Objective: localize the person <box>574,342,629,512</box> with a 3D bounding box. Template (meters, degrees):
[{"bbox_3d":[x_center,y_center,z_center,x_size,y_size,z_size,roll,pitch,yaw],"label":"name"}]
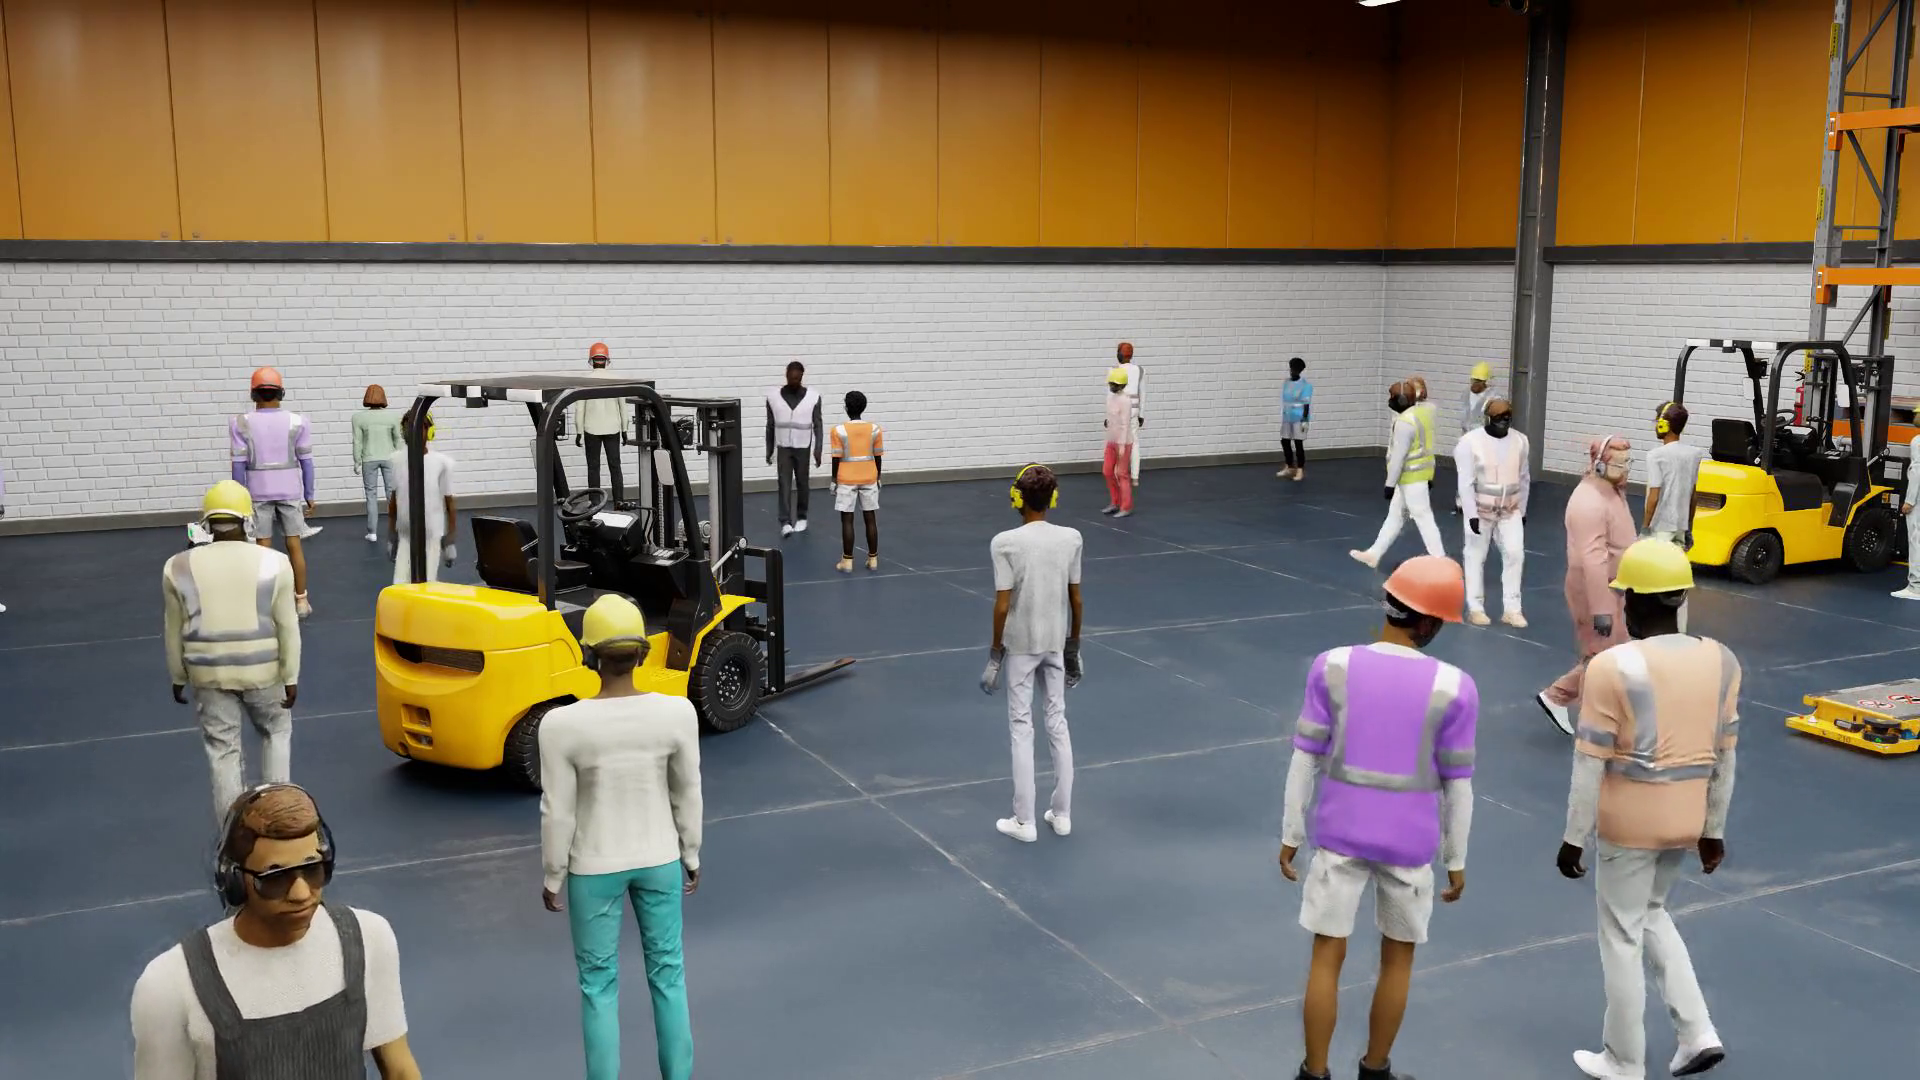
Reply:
[{"bbox_3d":[-4.100,-1.256,19.019,0.625,1.992,0.386,-4,10,-25],"label":"person"}]

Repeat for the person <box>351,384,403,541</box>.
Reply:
[{"bbox_3d":[-6.060,-0.804,17.334,0.509,1.632,0.269,-4,10,-25],"label":"person"}]

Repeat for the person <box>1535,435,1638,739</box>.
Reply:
[{"bbox_3d":[3.653,0.323,9.586,0.489,1.885,0.656,6,11,32],"label":"person"}]

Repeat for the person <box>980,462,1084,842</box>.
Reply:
[{"bbox_3d":[0.357,0.557,8.195,0.565,1.864,0.339,-4,10,-25],"label":"person"}]

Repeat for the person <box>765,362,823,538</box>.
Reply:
[{"bbox_3d":[-1.766,-0.959,17.609,0.632,1.862,1.028,0,9,-2],"label":"person"}]

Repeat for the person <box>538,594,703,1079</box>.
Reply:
[{"bbox_3d":[-1.101,1.051,5.420,0.535,1.766,0.320,-4,10,-25],"label":"person"}]

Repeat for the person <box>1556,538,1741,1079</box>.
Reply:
[{"bbox_3d":[2.325,0.946,5.633,0.594,1.913,0.436,-4,10,-23],"label":"person"}]

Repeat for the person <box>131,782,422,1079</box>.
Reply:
[{"bbox_3d":[-1.250,1.375,3.253,0.879,1.810,0.545,8,12,42],"label":"person"}]

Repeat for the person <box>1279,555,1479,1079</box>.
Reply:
[{"bbox_3d":[1.318,0.990,5.454,0.678,1.894,0.481,3,10,19],"label":"person"}]

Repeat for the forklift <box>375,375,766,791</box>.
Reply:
[{"bbox_3d":[-2.268,0.149,9.685,1.214,2.155,2.313,6,11,32],"label":"forklift"}]

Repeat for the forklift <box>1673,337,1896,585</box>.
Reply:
[{"bbox_3d":[7.551,-0.789,15.507,2.313,2.155,1.214,-4,10,-25],"label":"forklift"}]

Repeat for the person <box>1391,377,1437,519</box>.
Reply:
[{"bbox_3d":[5.212,-1.079,19.102,0.499,1.606,0.701,4,10,23],"label":"person"}]

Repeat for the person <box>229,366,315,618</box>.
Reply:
[{"bbox_3d":[-5.525,-0.373,13.393,0.616,2.040,0.383,-4,10,-25],"label":"person"}]

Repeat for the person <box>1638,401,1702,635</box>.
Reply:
[{"bbox_3d":[5.089,-0.063,12.016,0.538,1.866,0.313,-4,10,-25],"label":"person"}]

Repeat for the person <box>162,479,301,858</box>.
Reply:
[{"bbox_3d":[-3.465,0.616,7.958,0.603,1.815,0.497,-3,10,-19],"label":"person"}]

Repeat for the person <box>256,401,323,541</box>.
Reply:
[{"bbox_3d":[-7.058,-0.744,17.065,0.853,1.589,0.523,-6,11,-31],"label":"person"}]

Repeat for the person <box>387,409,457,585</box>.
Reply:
[{"bbox_3d":[-3.775,-0.007,11.704,0.524,1.852,0.476,2,9,10],"label":"person"}]

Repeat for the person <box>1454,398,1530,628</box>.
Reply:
[{"bbox_3d":[4.195,-0.200,13.020,0.640,1.815,0.676,-1,9,-6],"label":"person"}]

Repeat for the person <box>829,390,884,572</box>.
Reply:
[{"bbox_3d":[-0.970,-0.546,15.534,0.542,1.696,0.316,-4,10,-25],"label":"person"}]

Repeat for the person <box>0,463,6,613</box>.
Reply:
[{"bbox_3d":[-8.090,-0.313,13.446,0.655,1.905,0.407,-4,10,-25],"label":"person"}]

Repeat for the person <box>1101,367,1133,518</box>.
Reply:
[{"bbox_3d":[1.792,-1.099,18.853,0.434,1.727,0.564,-4,10,-22],"label":"person"}]

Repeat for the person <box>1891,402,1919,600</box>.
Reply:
[{"bbox_3d":[8.252,-0.360,14.240,0.493,1.742,0.310,-4,10,-25],"label":"person"}]

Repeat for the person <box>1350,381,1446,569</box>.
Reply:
[{"bbox_3d":[4.099,-0.566,15.380,0.969,1.785,0.636,5,10,26],"label":"person"}]

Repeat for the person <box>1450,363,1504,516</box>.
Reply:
[{"bbox_3d":[6.049,-1.175,19.241,0.884,1.781,0.613,-7,11,-36],"label":"person"}]

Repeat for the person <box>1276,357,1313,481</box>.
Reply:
[{"bbox_3d":[4.487,-1.615,22.240,0.404,1.662,0.576,-6,11,-34],"label":"person"}]

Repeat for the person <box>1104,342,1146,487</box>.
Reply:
[{"bbox_3d":[2.152,-1.636,21.714,0.587,1.883,0.342,-4,10,-25],"label":"person"}]

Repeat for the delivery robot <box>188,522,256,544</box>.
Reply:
[{"bbox_3d":[-6.940,-0.065,15.794,0.707,0.478,0.477,-4,10,-25],"label":"delivery robot"}]

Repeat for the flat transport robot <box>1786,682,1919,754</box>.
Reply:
[{"bbox_3d":[5.783,1.046,10.072,1.431,0.197,0.652,-4,10,-25],"label":"flat transport robot"}]
